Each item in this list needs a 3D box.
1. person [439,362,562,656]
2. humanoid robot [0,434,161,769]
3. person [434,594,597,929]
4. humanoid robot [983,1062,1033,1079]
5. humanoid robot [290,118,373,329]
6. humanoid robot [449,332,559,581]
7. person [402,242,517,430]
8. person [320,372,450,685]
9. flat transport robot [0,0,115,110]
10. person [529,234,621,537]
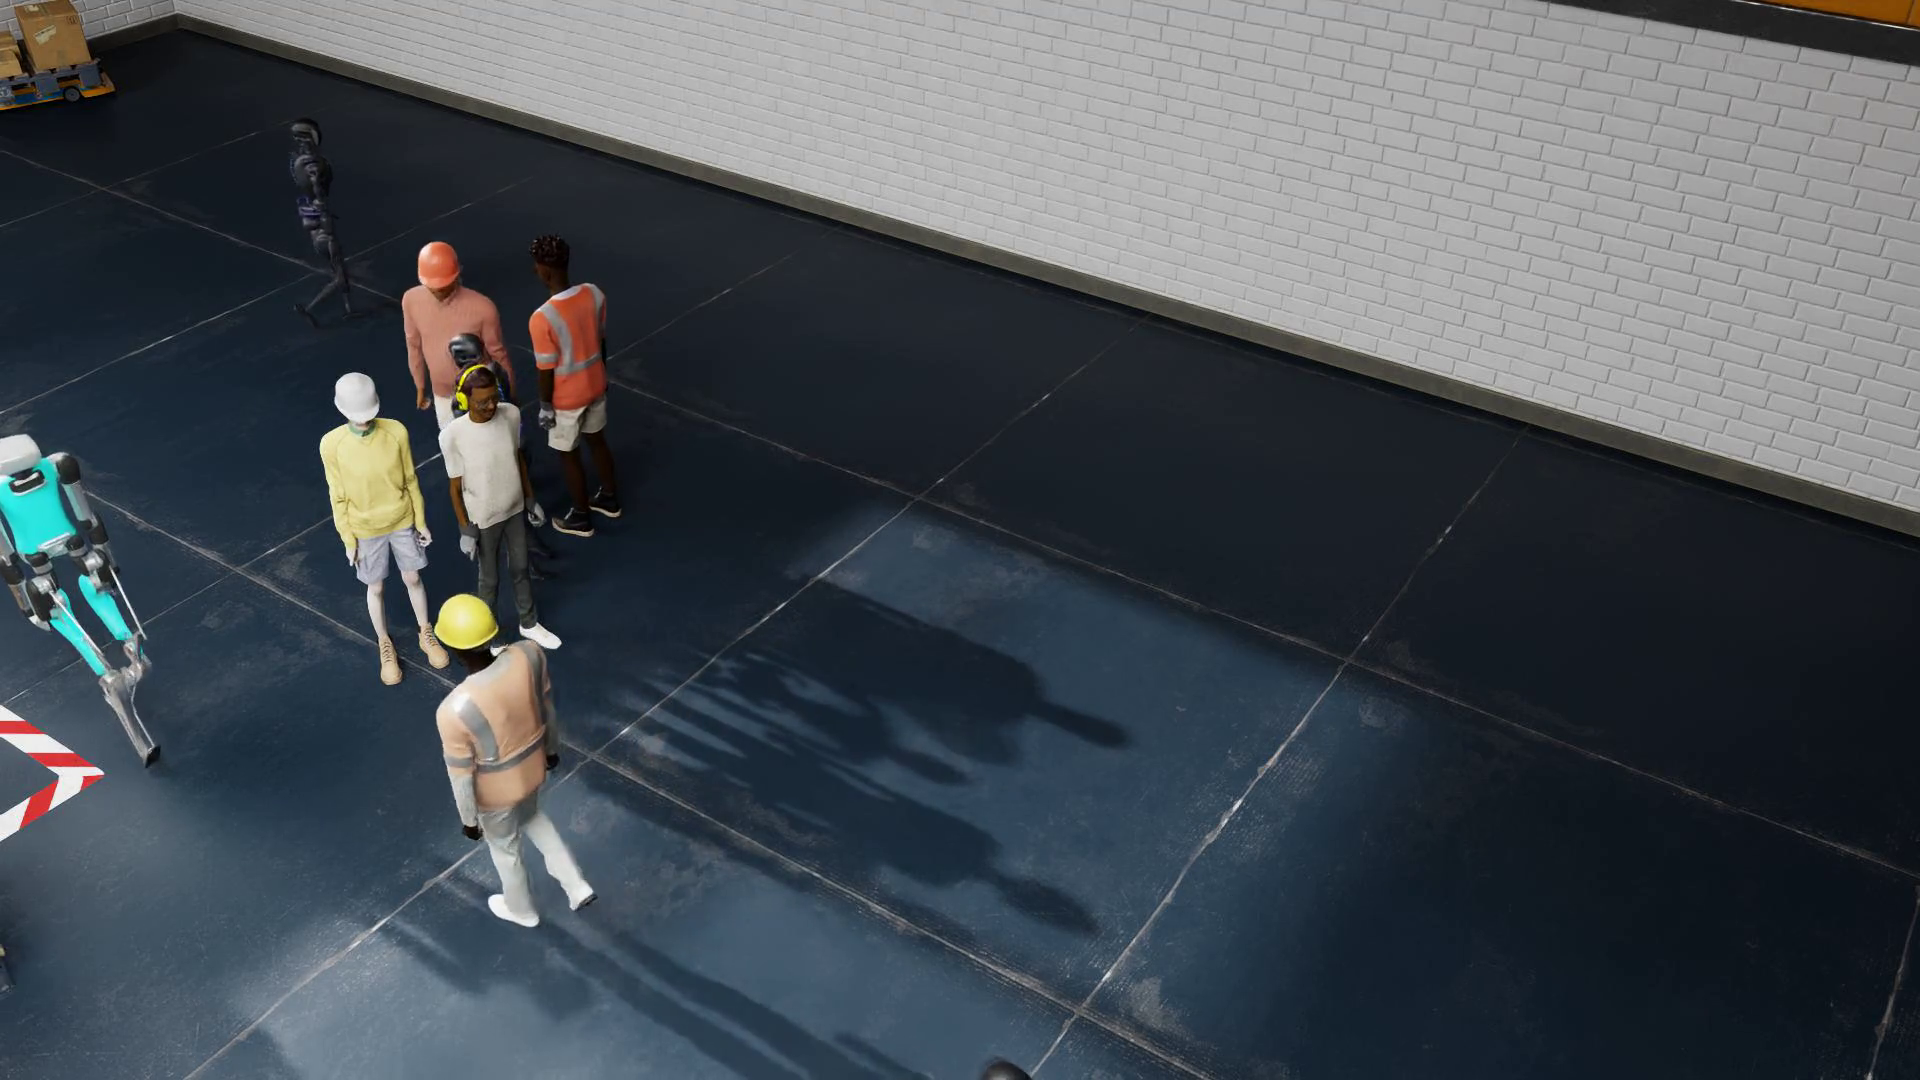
[{"bbox_3d":[-2.500,-0.129,9.054,0.328,1.869,0.518,27,43,33],"label":"person"},{"bbox_3d":[-4.415,0.370,8.488,0.897,1.809,0.548,27,43,33],"label":"humanoid robot"},{"bbox_3d":[-1.997,1.035,7.346,0.496,1.915,0.600,20,40,26],"label":"person"},{"bbox_3d":[0.103,2.333,5.730,0.686,1.636,0.589,27,43,33],"label":"humanoid robot"},{"bbox_3d":[-4.834,-2.360,12.422,0.555,1.642,0.614,-15,38,-20],"label":"humanoid robot"},{"bbox_3d":[-2.683,-0.465,9.718,0.372,1.641,0.603,10,36,13],"label":"humanoid robot"},{"bbox_3d":[-3.004,-0.989,10.189,0.645,1.970,0.685,7,36,10],"label":"person"},{"bbox_3d":[-3.111,-0.079,8.970,0.474,1.886,0.396,-19,39,-25],"label":"person"},{"bbox_3d":[-9.363,-4.556,16.774,1.431,0.231,0.659,-21,40,-27],"label":"flat transport robot"},{"bbox_3d":[-2.349,-0.931,10.129,0.379,1.952,0.617,16,38,22],"label":"person"}]
